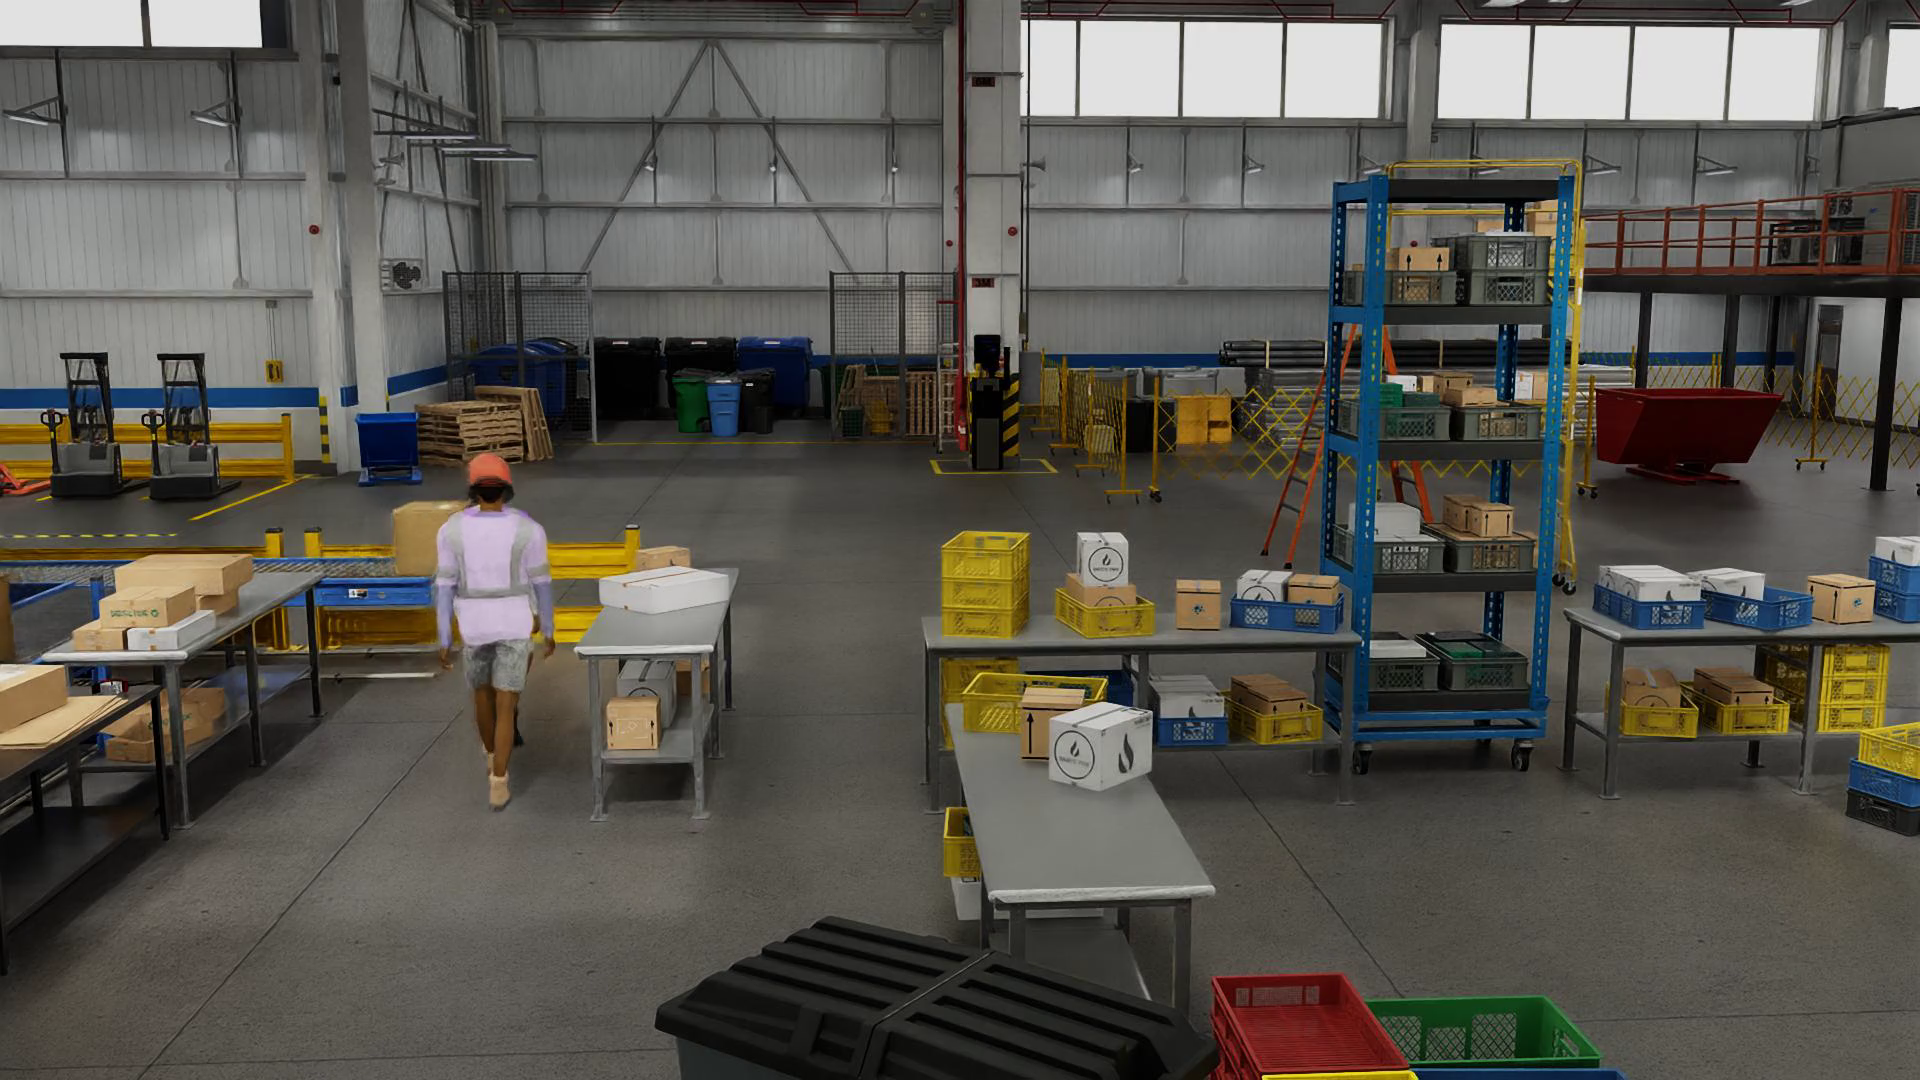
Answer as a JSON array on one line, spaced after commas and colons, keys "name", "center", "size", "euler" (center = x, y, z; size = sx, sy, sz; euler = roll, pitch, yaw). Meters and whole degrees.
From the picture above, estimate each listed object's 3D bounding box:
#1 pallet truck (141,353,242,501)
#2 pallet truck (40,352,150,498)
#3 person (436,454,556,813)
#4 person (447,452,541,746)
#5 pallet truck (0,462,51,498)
[{"name": "pallet truck", "center": [-10.520, -1.604, 22.925], "size": [0.823, 1.965, 1.885], "euler": [-1, 9, -6]}, {"name": "pallet truck", "center": [-11.907, -1.642, 23.165], "size": [0.823, 1.965, 1.885], "euler": [0, 9, 0]}, {"name": "person", "center": [-2.675, 0.499, 9.683], "size": [0.633, 2.000, 1.000], "euler": [-1, 9, -6]}, {"name": "person", "center": [-2.934, 0.407, 10.521], "size": [0.579, 1.925, 0.395], "euler": [0, 9, 1]}, {"name": "pallet truck", "center": [-13.193, -1.293, 23.148], "size": [0.653, 1.274, 1.630], "euler": [-1, 9, -4]}]
